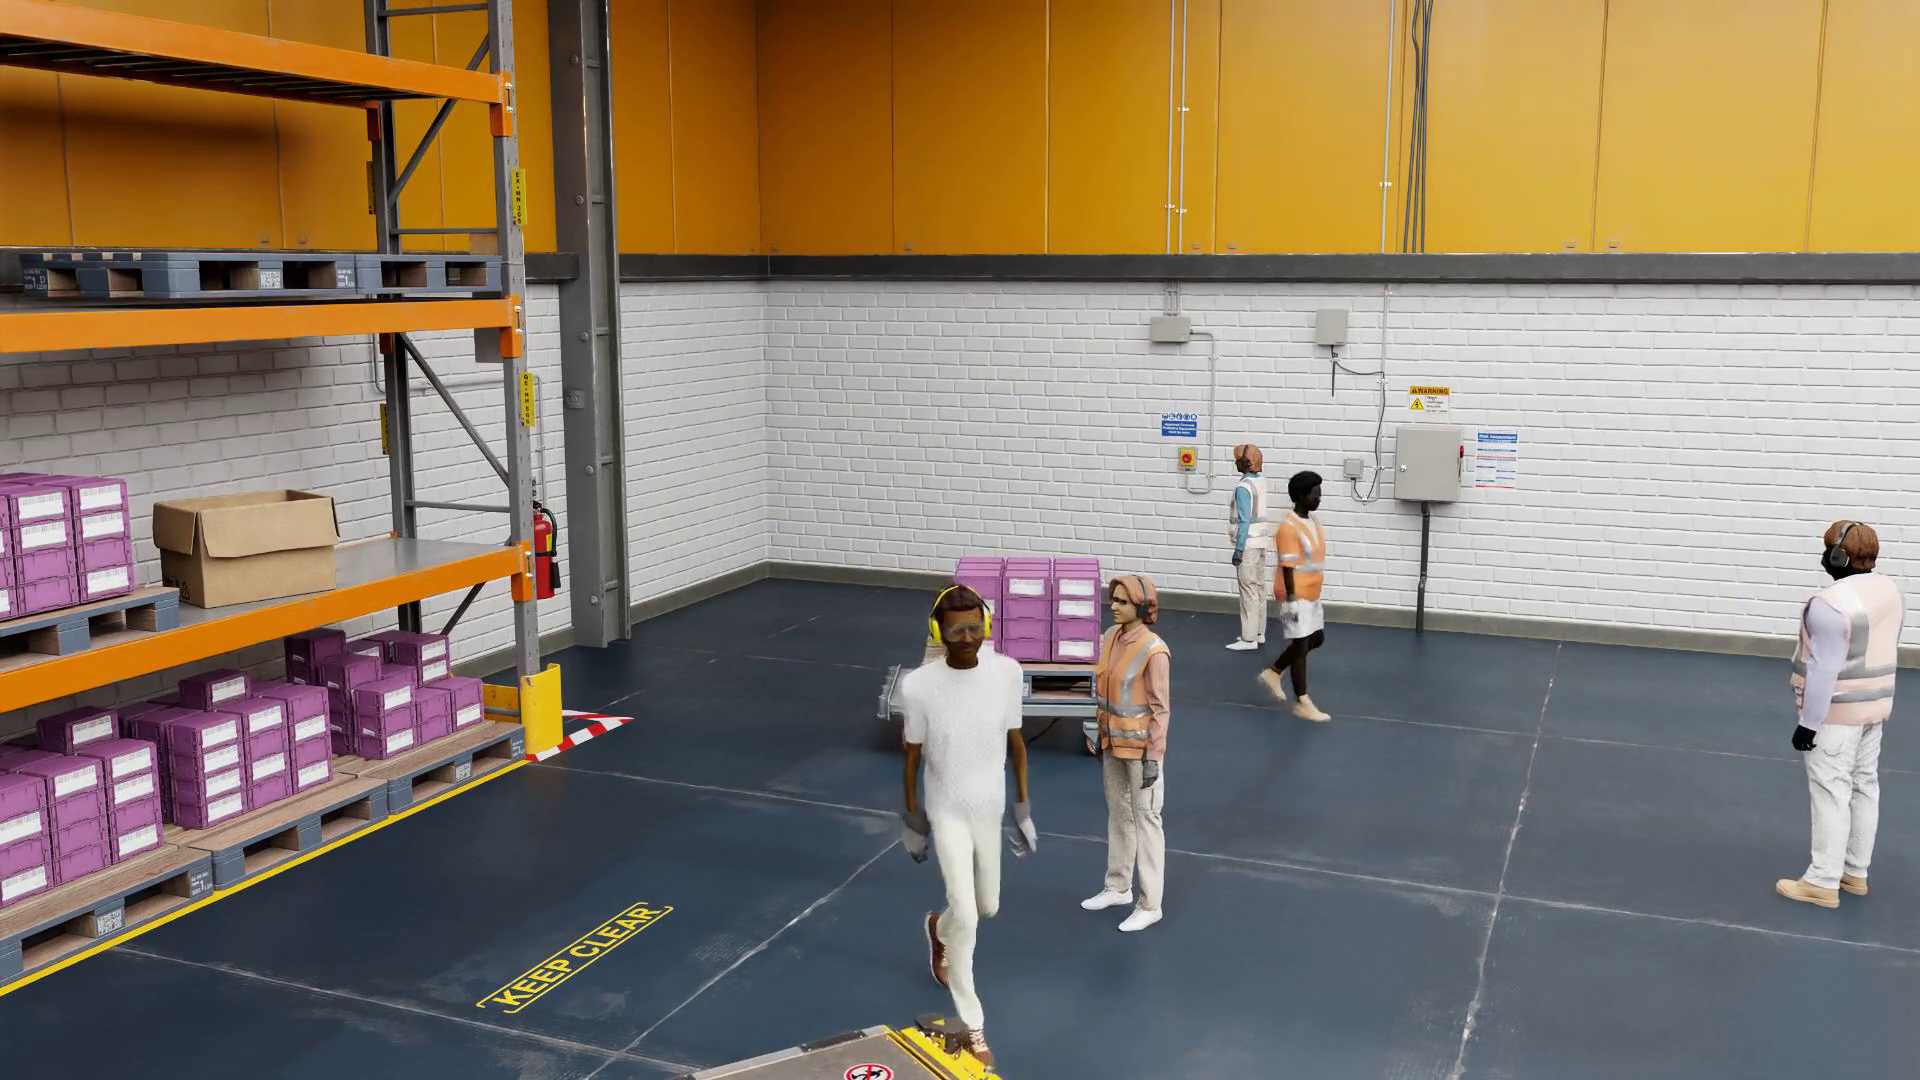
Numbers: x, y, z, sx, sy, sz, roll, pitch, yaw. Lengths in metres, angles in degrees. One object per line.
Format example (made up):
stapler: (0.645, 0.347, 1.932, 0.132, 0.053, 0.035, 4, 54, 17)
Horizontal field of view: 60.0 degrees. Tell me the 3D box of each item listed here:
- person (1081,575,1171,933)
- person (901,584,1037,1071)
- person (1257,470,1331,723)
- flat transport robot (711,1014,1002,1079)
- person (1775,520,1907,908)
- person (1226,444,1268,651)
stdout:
person: (0.785, 0.963, 7.649, 0.308, 1.645, 0.517, -5, 10, -26)
person: (0.006, 1.049, 6.553, 0.518, 1.839, 0.815, -4, 10, -22)
person: (2.260, 0.365, 11.146, 0.557, 1.690, 0.539, 6, 11, 34)
flat transport robot: (-0.505, 1.971, 5.687, 1.431, 0.197, 0.652, -5, 11, -30)
person: (4.178, 0.821, 7.913, 0.624, 1.844, 0.430, -6, 11, -32)
person: (2.279, 0.058, 13.146, 0.311, 1.638, 0.521, 5, 11, 27)
